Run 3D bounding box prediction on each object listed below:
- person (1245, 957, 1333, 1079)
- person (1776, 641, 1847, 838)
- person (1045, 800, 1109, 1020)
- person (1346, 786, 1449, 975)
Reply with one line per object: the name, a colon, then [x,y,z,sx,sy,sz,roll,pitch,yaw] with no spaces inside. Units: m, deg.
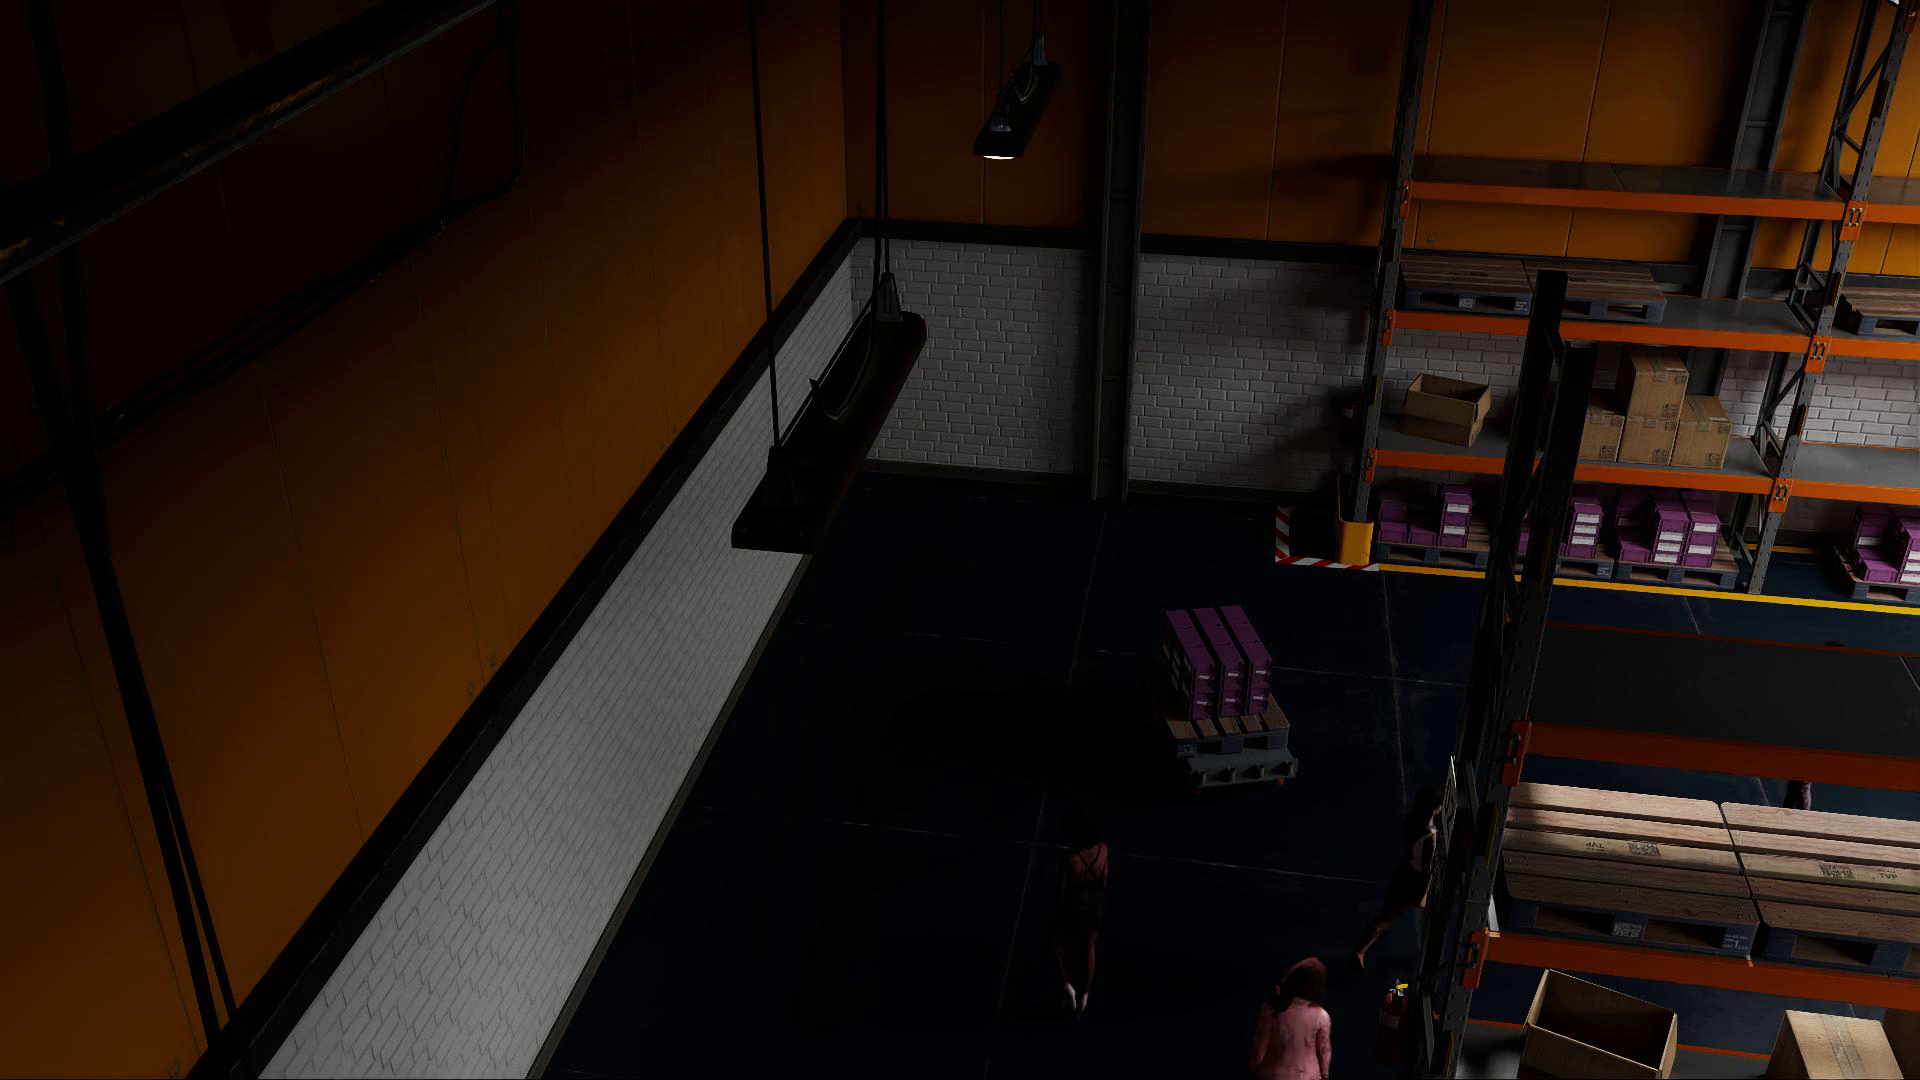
person: [1.984,3.325,10.056,1.060,1.776,0.822,8,30,14]
person: [6.728,1.590,13.171,0.530,1.840,0.665,5,29,9]
person: [0.852,2.600,11.380,0.699,1.781,0.778,-11,31,-20]
person: [3.152,2.459,11.817,1.160,1.609,0.923,-9,30,-17]
